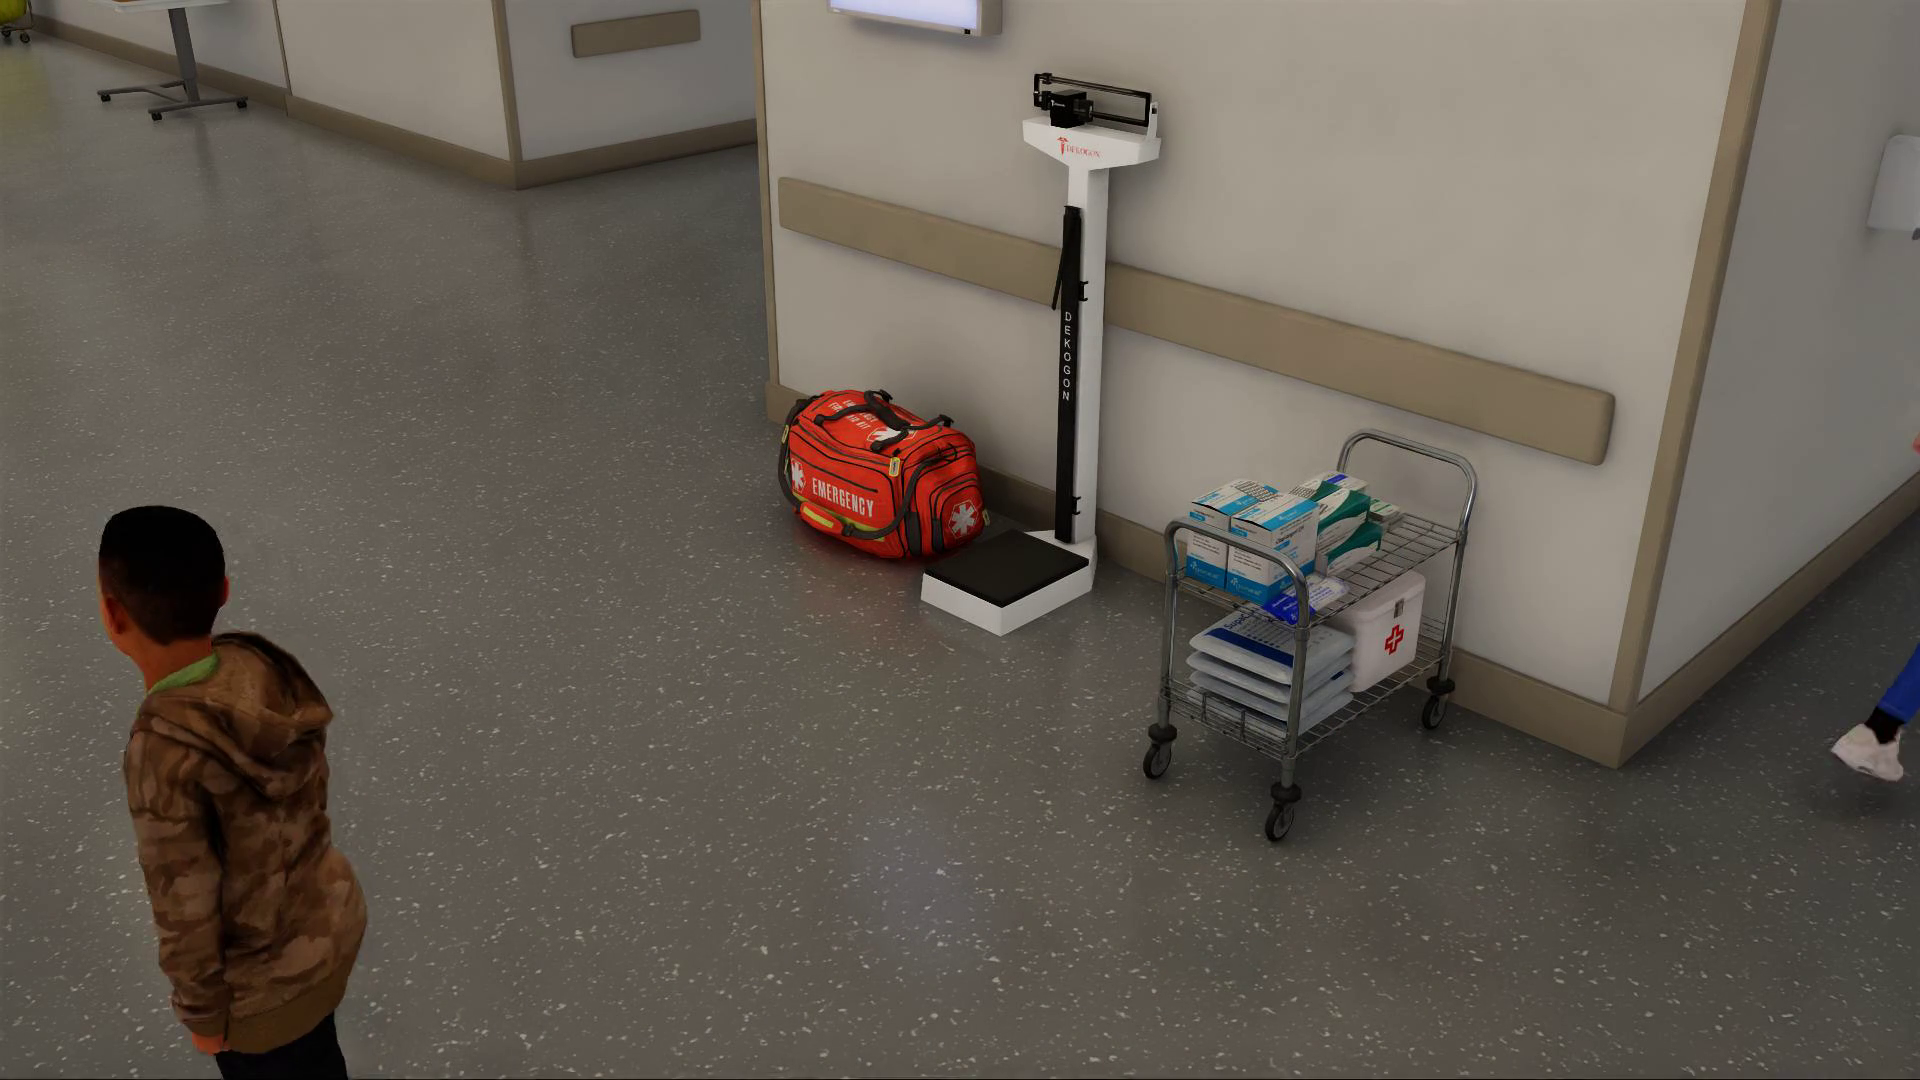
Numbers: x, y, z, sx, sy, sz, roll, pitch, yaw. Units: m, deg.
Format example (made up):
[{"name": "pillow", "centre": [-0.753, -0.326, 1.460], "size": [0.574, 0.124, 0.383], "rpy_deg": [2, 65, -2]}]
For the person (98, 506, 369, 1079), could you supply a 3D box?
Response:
[{"name": "person", "centre": [-1.056, 0.633, 2.650], "size": [0.778, 1.438, 0.720], "rpy_deg": [-3, 26, -7]}]
